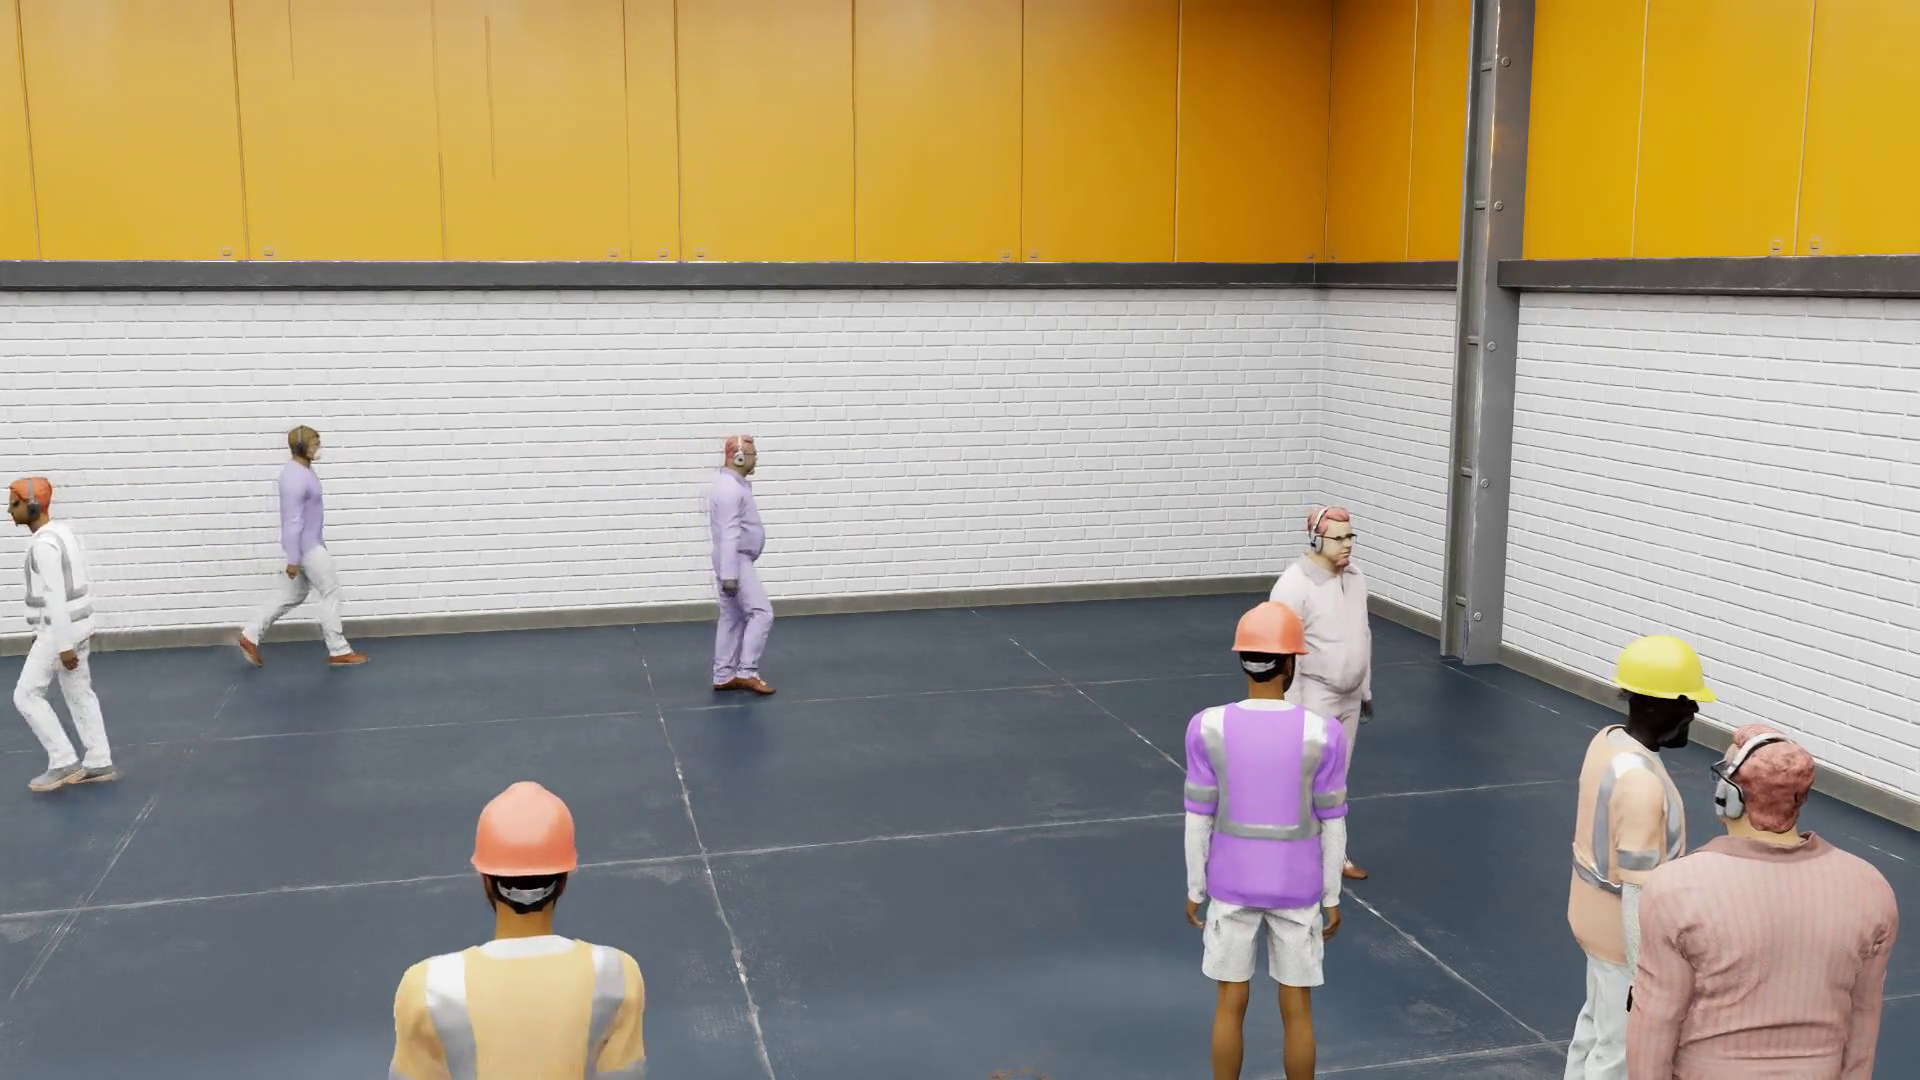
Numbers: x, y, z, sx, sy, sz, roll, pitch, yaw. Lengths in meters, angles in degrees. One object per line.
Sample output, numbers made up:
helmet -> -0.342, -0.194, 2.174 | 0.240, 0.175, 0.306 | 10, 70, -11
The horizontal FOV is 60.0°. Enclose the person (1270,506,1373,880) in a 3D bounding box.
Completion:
person -> 1.804, 0.777, 8.207 | 0.645, 1.906, 0.406 | -8, 12, -41

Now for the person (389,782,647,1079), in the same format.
person -> -0.973, 1.492, 3.731 | 0.560, 1.909, 0.896 | -5, 10, -28

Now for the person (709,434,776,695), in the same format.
person -> -1.531, 0.185, 11.960 | 0.617, 1.883, 0.666 | -1, 9, -8

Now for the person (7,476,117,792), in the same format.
person -> -5.297, 0.557, 9.714 | 0.589, 1.859, 0.571 | -2, 9, -15

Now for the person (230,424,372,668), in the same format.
person -> -5.096, 0.060, 12.717 | 0.946, 1.897, 0.627 | -4, 10, -21

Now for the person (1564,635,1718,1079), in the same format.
person -> 2.122, 1.239, 5.242 | 0.382, 1.924, 0.594 | 2, 9, 11

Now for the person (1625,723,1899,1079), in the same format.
person -> 1.993, 1.405, 4.255 | 0.642, 1.913, 0.409 | -1, 9, -4

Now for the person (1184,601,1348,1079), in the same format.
person -> 1.035, 1.168, 5.675 | 0.542, 1.931, 0.375 | 2, 9, 13
